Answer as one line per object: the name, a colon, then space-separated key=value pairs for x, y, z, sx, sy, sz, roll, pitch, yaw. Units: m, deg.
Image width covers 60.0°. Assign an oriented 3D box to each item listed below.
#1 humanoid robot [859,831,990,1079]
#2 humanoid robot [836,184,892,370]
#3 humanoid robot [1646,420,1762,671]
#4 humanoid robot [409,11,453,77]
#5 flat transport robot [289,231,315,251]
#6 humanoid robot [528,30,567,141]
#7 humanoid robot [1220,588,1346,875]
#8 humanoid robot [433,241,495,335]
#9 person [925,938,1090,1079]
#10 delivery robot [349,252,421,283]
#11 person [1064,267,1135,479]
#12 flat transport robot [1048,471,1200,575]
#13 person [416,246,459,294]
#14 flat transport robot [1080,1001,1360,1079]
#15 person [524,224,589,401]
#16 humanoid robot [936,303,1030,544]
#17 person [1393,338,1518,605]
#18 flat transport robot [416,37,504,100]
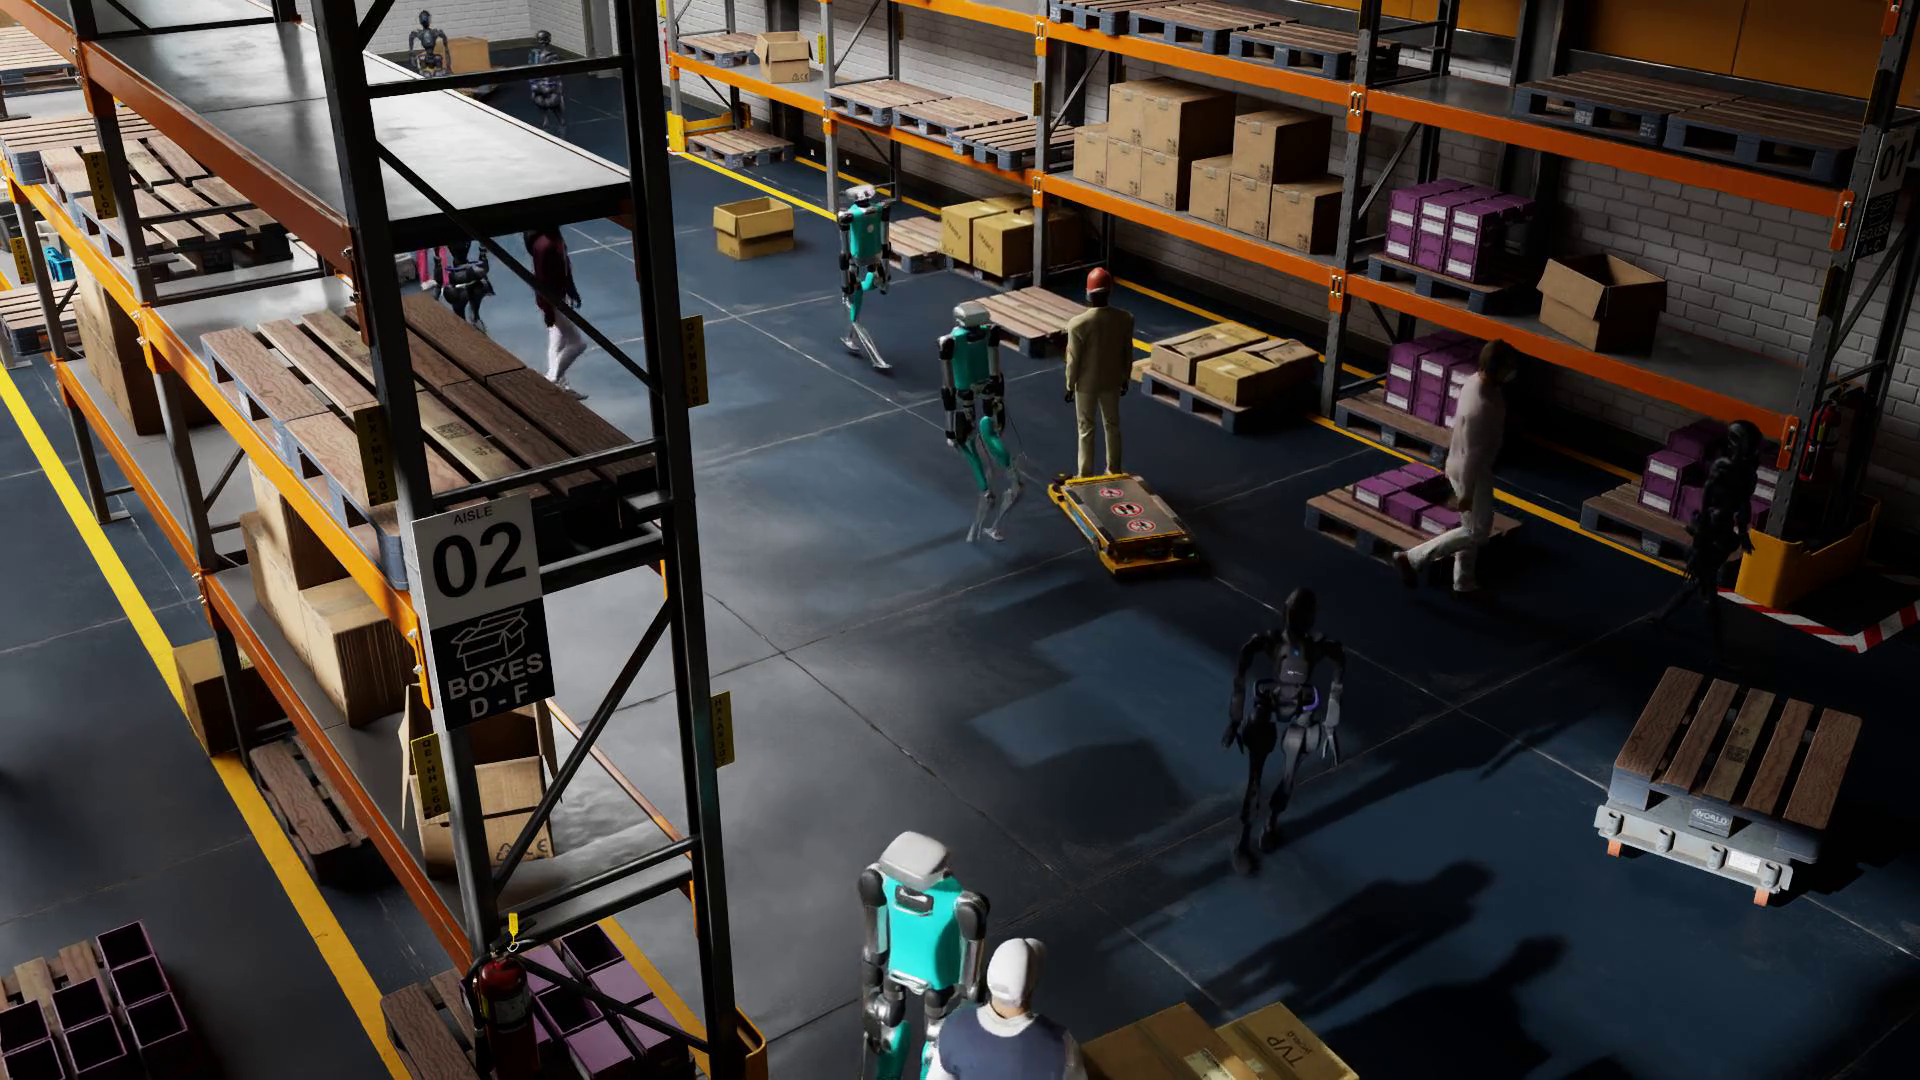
humanoid robot: x=-0.245 y=2.013 z=6.355 sx=0.540 sy=1.798 sz=0.716 roll=14 pitch=30 yaw=25
humanoid robot: x=-0.973 y=-2.423 z=15.205 sx=0.555 sy=1.753 sz=1.047 roll=-18 pitch=32 yaw=-31
humanoid robot: x=4.815 y=-0.008 z=10.492 sx=0.611 sy=1.622 sz=0.785 roll=-18 pitch=32 yaw=-32
humanoid robot: x=-7.611 y=-6.785 z=23.942 sx=0.612 sy=1.649 sz=0.442 roll=-7 pitch=27 yaw=-13
flat transport robot: x=-7.523 y=-3.186 z=18.324 sx=1.431 sy=0.231 sz=0.659 roll=16 pitch=31 yaw=29
humanoid robot: x=-5.555 y=-6.037 z=22.434 sx=0.615 sy=1.658 sz=0.397 roll=14 pitch=30 yaw=25
humanoid robot: x=1.656 y=0.957 z=8.534 sx=0.613 sy=1.640 sz=0.538 roll=3 pitch=27 yaw=5
humanoid robot: x=-4.493 y=-2.335 z=15.071 sx=0.365 sy=1.645 sz=0.609 roll=20 pitch=33 yaw=35
person: x=0.199 y=2.167 z=6.043 sx=0.759 sy=1.724 sz=0.797 roll=12 pitch=29 yaw=22
delivery robot: x=-6.122 y=-2.954 z=17.536 sx=0.769 sy=0.587 sz=0.499 roll=15 pitch=31 yaw=28
person: x=1.052 y=-1.237 z=12.797 sx=0.568 sy=1.747 sz=0.338 roll=-10 pitch=28 yaw=-20
flat transport robot: x=1.194 y=-0.163 z=12.311 sx=0.659 sy=0.231 sz=1.431 roll=-8 pitch=28 yaw=-15
person: x=-5.490 y=-3.346 z=17.136 sx=0.533 sy=1.625 sz=0.350 roll=4 pitch=27 yaw=7
flat transport robot: x=1.214 y=2.738 z=6.541 sx=1.431 sy=0.231 sz=0.659 roll=-14 pitch=30 yaw=-26
person: x=-3.436 y=-2.061 z=14.237 sx=0.448 sy=1.926 sz=0.530 roll=-4 pitch=27 yaw=-8
humanoid robot: x=0.218 y=-0.753 z=11.893 sx=0.531 sy=1.808 sz=0.746 roll=-19 pitch=33 yaw=-33
person: x=3.336 y=-0.440 z=11.038 sx=0.641 sy=1.917 sz=0.632 roll=8 pitch=28 yaw=15
flat transport robot: x=-7.735 y=-6.934 z=25.780 sx=0.659 sy=0.231 sz=1.431 roll=0 pitch=27 yaw=1
